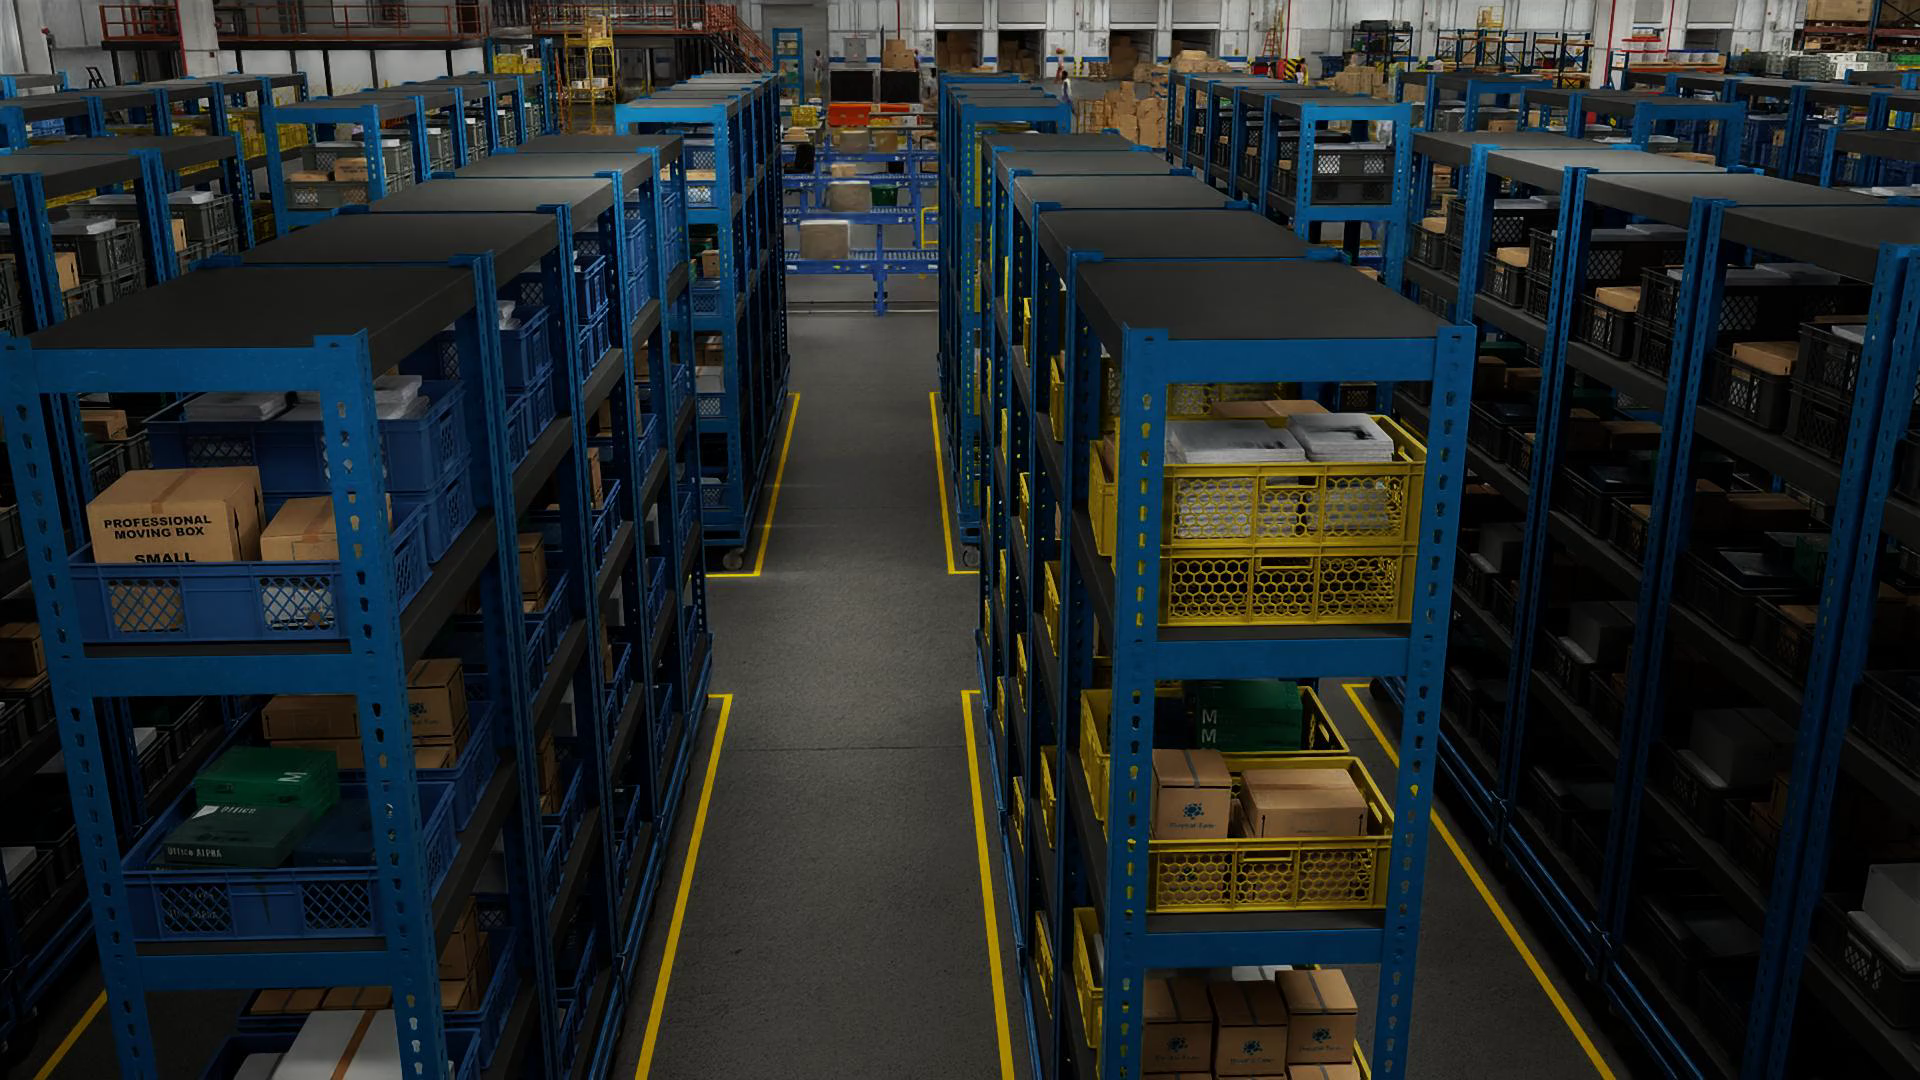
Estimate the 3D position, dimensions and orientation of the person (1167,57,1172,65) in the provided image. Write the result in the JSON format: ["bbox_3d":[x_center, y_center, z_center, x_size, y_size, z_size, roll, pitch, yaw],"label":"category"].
[{"bbox_3d":[9.841,-21.666,77.939,0.515,1.866,0.333,-11,21,-31],"label":"person"}]

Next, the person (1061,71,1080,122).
[{"bbox_3d":[4.030,-16.553,62.084,0.956,1.887,0.581,3,18,11],"label":"person"}]

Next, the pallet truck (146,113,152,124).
[{"bbox_3d":[-18.087,-8.309,36.390,1.885,1.965,0.823,-1,18,-4],"label":"pallet truck"}]

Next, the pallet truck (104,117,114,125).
[{"bbox_3d":[-18.367,-7.885,35.078,1.885,1.965,0.823,1,18,2],"label":"pallet truck"}]

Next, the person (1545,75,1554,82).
[{"bbox_3d":[20.080,-14.923,56.952,0.357,1.936,0.551,4,18,12],"label":"person"}]

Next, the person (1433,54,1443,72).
[{"bbox_3d":[22.938,-22.300,79.778,0.356,1.938,0.638,-8,20,-25],"label":"person"}]

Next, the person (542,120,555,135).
[{"bbox_3d":[-9.788,-9.140,39.157,0.651,1.881,0.857,3,18,9],"label":"person"}]

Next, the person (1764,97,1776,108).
[{"bbox_3d":[27.280,-14.507,56.049,0.320,1.695,0.537,-1,18,-5],"label":"person"}]

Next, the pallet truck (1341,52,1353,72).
[{"bbox_3d":[18.794,-23.123,82.231,0.823,1.965,1.885,-13,22,-35],"label":"pallet truck"}]

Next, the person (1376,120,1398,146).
[{"bbox_3d":[11.226,-10.576,43.703,0.611,1.817,0.443,1,18,2],"label":"person"}]

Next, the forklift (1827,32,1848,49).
[{"bbox_3d":[46.023,-25.321,87.619,1.129,2.768,1.873,-1,18,-2],"label":"forklift"}]

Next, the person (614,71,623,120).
[{"bbox_3d":[-12.943,-16.878,63.164,0.509,1.835,0.529,-12,21,-32],"label":"person"}]

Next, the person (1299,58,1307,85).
[{"bbox_3d":[16.971,-23.035,82.449,0.556,1.678,0.456,14,23,37],"label":"person"}]

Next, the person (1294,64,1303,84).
[{"bbox_3d":[13.674,-18.266,67.330,0.390,1.919,0.591,13,22,35],"label":"person"}]

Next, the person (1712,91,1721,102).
[{"bbox_3d":[26.449,-15.109,58.045,0.473,1.608,0.521,-10,20,-28],"label":"person"}]

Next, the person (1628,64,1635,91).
[{"bbox_3d":[27.475,-18.740,68.600,1.057,2.000,0.696,-1,18,-2],"label":"person"}]

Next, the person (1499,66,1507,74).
[{"bbox_3d":[22.288,-18.504,68.197,0.948,1.827,0.560,-10,21,-29],"label":"person"}]

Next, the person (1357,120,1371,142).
[{"bbox_3d":[12.444,-12.896,51.202,0.506,1.608,0.694,-1,18,-4],"label":"person"}]

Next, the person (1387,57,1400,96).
[{"bbox_3d":[20.649,-22.103,79.332,0.430,1.841,0.624,-11,21,-30],"label":"person"}]

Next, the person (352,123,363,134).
[{"bbox_3d":[-13.325,-8.557,37.085,0.371,2.044,0.608,3,18,10],"label":"person"}]

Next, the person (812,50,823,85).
[{"bbox_3d":[-7.712,-25.711,90.514,0.618,1.836,0.431,-13,22,-34],"label":"person"}]

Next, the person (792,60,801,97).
[{"bbox_3d":[-7.709,-21.743,78.408,0.489,1.720,0.741,-8,20,-24],"label":"person"}]

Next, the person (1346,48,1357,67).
[{"bbox_3d":[21.460,-25.979,91.204,0.588,1.917,0.394,6,19,18],"label":"person"}]

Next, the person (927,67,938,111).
[{"bbox_3d":[-1.080,-17.152,63.849,0.937,1.936,0.606,15,23,39],"label":"person"}]

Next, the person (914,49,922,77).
[{"bbox_3d":[-2.357,-26.112,91.671,0.566,1.890,1.003,-16,24,-40],"label":"person"}]

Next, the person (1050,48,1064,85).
[{"bbox_3d":[5.399,-25.759,90.486,1.023,1.920,0.716,2,18,8],"label":"person"}]
